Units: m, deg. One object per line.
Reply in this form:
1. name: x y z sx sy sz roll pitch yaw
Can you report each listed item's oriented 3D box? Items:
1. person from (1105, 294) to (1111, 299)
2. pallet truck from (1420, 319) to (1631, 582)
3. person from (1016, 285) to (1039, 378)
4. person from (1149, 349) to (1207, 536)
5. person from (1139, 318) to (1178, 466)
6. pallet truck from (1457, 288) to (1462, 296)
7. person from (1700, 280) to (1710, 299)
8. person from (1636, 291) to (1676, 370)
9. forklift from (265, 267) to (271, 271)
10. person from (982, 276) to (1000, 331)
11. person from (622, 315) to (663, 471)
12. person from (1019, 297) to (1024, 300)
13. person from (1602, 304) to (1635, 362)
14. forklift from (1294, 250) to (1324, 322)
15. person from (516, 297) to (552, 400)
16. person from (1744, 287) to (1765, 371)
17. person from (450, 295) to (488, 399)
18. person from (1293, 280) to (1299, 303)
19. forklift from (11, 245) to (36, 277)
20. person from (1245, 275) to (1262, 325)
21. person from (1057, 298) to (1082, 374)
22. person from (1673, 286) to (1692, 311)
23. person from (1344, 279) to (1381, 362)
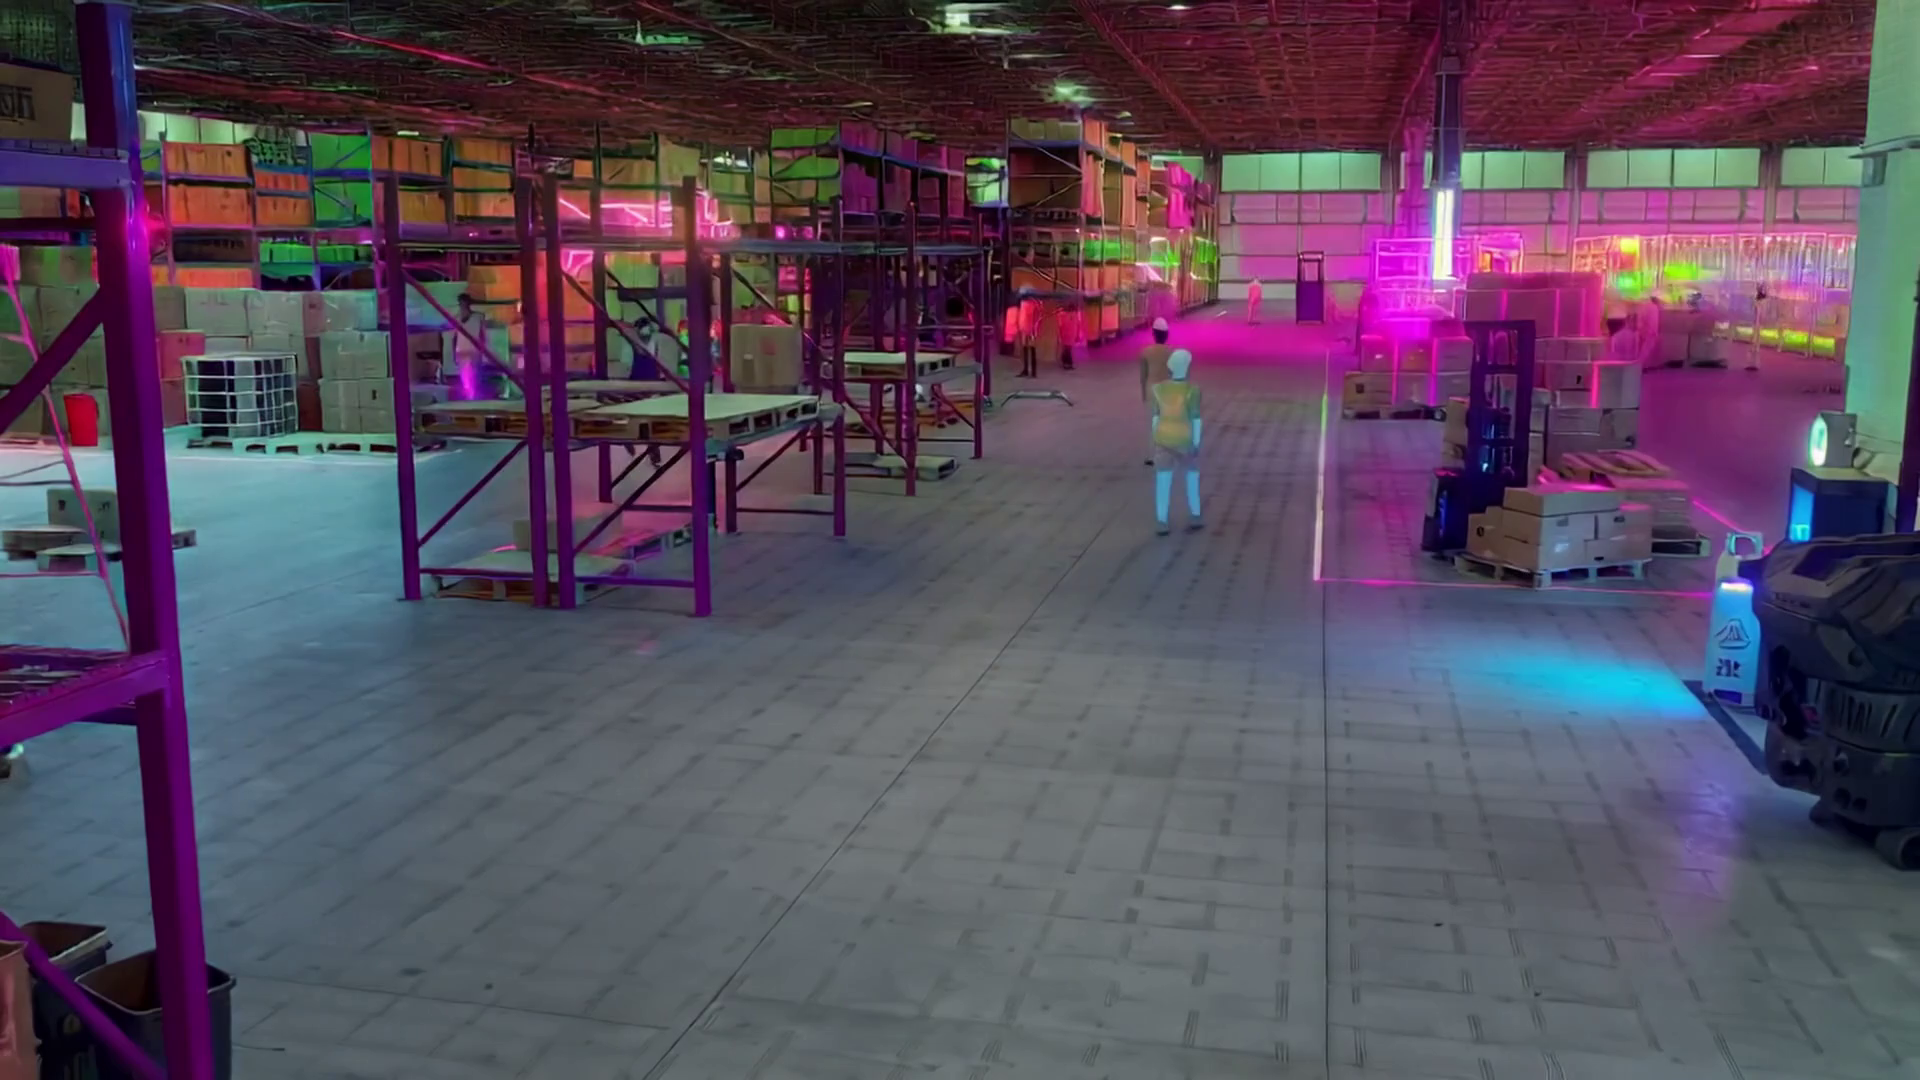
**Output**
1. person: 7.502 -12.632 84.497 0.500 1.701 0.883 5 11 27
2. pallet truck: 4.543 -0.757 13.299 0.823 1.965 1.885 -4 10 -22
3. person: 1.417 -4.362 34.823 0.355 1.938 0.545 -7 12 -37
4. person: 1.988 -0.888 15.063 0.542 1.662 0.805 4 11 25
5. person: 2.388 -1.764 19.940 0.525 1.772 0.304 8 12 39
6. pallet truck: 20.506 -9.785 68.819 0.653 1.274 1.630 2 10 12
7. person: 32.365 -10.664 72.345 0.960 1.870 0.635 3 10 18
8. person: 15.560 -4.661 37.087 0.981 1.764 0.637 2 10 14
9. forklift: -24.288 -8.678 57.594 1.129 2.768 1.873 -6 11 -32
10. person: 1.023 -8.035 56.703 0.670 1.888 0.463 1 10 5
11. person: -3.743 -1.737 19.620 0.516 1.824 0.818 -5 11 -26
12. person: 2.162 -7.465 53.914 0.540 1.696 0.316 -5 11 -27
13. person: 8.501 -2.090 21.490 0.653 1.897 0.471 -9 13 -43
14. forklift: 13.778 -10.002 65.433 1.129 2.768 1.873 2 10 12
15. person: -6.800 -2.959 26.584 0.717 1.919 0.549 -7 12 -37
16. person: 17.720 -4.698 37.036 0.329 1.864 0.508 4 10 21
17. person: -8.040 -3.063 27.253 0.600 1.903 0.411 1 10 8
18. person: 14.010 -9.904 68.600 0.503 1.616 0.605 6 12 34
19. forklift: -24.436 -6.323 43.650 1.873 2.768 1.129 -2 10 -14
20. person: 11.072 -9.034 62.646 0.635 1.902 0.986 9 13 43
21. person: 2.364 -4.468 36.296 0.533 1.656 0.897 -4 10 -24
22. person: 21.653 -6.766 49.829 0.543 1.681 0.670 2 10 14
23. person: 9.798 -5.324 40.218 0.942 2.000 0.708 6 11 32
